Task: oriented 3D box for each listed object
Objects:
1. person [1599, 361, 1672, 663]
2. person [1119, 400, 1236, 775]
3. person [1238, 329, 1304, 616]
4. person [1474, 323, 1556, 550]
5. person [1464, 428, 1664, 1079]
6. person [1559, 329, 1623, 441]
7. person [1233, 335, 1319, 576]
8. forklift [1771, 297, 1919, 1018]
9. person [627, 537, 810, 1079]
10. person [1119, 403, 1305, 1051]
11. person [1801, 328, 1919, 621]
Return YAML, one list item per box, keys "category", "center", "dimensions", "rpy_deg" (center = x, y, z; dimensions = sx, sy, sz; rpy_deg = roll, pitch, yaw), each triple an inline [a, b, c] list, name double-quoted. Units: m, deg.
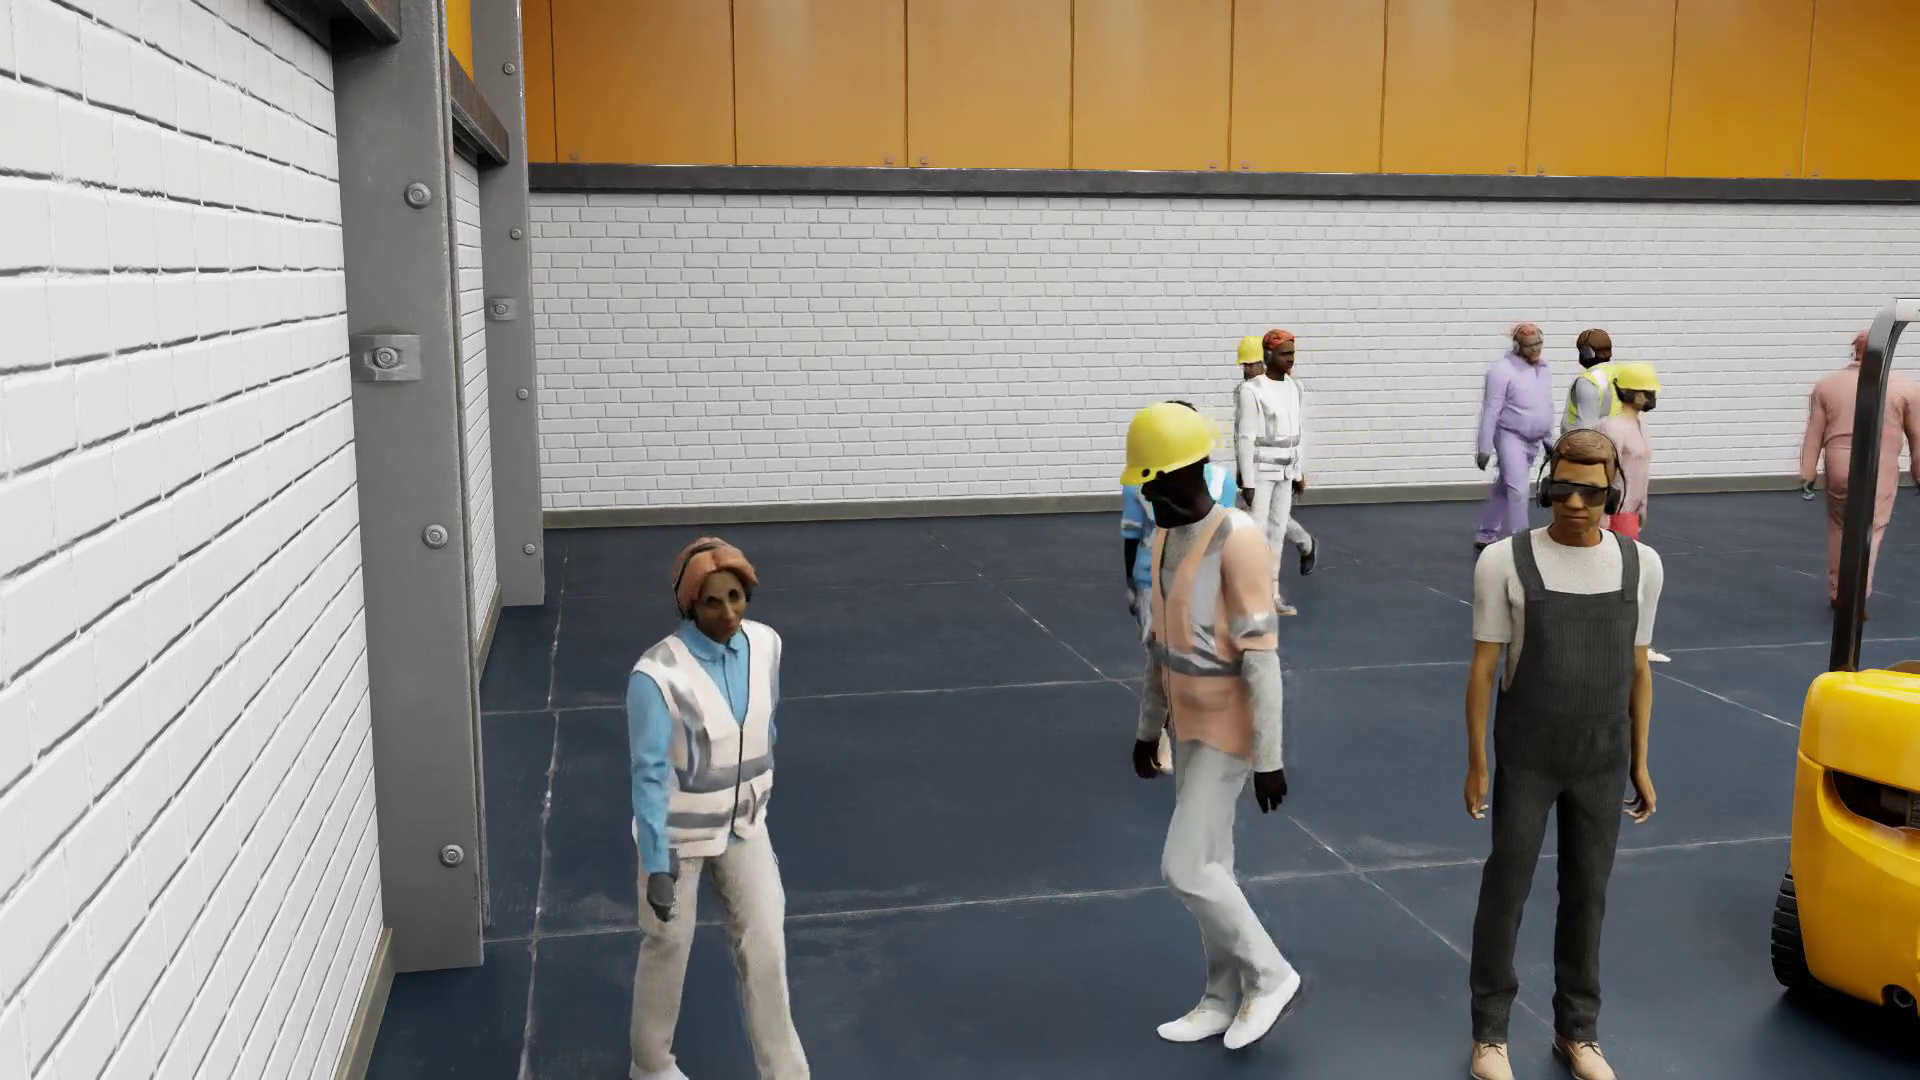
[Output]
- category: "person"
  center: [3.799, -0.185, 9.735]
  dimensions: [0.779, 1.738, 0.531]
  rpy_deg: [8, 12, 39]
- category: "person"
  center: [0.988, 0.187, 7.609]
  dimensions: [0.537, 1.682, 0.593]
  rpy_deg: [0, 9, 2]
- category: "person"
  center: [2.001, -0.413, 10.714]
  dimensions: [0.580, 1.878, 0.347]
  rpy_deg: [-8, 12, -41]
- category: "person"
  center: [4.270, -0.735, 12.811]
  dimensions: [0.699, 1.872, 0.795]
  rpy_deg: [-7, 12, -36]
- category: "person"
  center: [1.645, 0.609, 4.565]
  dimensions: [0.516, 1.842, 0.329]
  rpy_deg: [0, 9, 0]
- category: "person"
  center: [4.479, -0.578, 11.826]
  dimensions: [0.621, 1.837, 0.429]
  rpy_deg: [-9, 13, -44]
- category: "person"
  center: [2.196, -0.538, 11.694]
  dimensions: [0.642, 1.796, 0.633]
  rpy_deg: [-6, 11, -34]
- category: "forklift"
  center: [3.542, 0.334, 5.177]
  dimensions: [2.313, 2.155, 1.214]
  rpy_deg: [-9, 13, -43]
- category: "person"
  center: [-0.613, 0.777, 4.272]
  dimensions: [0.802, 1.591, 0.552]
  rpy_deg: [8, 13, 42]
- category: "person"
  center: [0.680, 0.549, 4.791]
  dimensions: [0.475, 1.885, 0.632]
  rpy_deg: [-3, 10, -15]
- category: "person"
  center: [5.890, -0.426, 10.799]
  dimensions: [0.835, 1.875, 0.673]
  rpy_deg: [-9, 13, -44]
